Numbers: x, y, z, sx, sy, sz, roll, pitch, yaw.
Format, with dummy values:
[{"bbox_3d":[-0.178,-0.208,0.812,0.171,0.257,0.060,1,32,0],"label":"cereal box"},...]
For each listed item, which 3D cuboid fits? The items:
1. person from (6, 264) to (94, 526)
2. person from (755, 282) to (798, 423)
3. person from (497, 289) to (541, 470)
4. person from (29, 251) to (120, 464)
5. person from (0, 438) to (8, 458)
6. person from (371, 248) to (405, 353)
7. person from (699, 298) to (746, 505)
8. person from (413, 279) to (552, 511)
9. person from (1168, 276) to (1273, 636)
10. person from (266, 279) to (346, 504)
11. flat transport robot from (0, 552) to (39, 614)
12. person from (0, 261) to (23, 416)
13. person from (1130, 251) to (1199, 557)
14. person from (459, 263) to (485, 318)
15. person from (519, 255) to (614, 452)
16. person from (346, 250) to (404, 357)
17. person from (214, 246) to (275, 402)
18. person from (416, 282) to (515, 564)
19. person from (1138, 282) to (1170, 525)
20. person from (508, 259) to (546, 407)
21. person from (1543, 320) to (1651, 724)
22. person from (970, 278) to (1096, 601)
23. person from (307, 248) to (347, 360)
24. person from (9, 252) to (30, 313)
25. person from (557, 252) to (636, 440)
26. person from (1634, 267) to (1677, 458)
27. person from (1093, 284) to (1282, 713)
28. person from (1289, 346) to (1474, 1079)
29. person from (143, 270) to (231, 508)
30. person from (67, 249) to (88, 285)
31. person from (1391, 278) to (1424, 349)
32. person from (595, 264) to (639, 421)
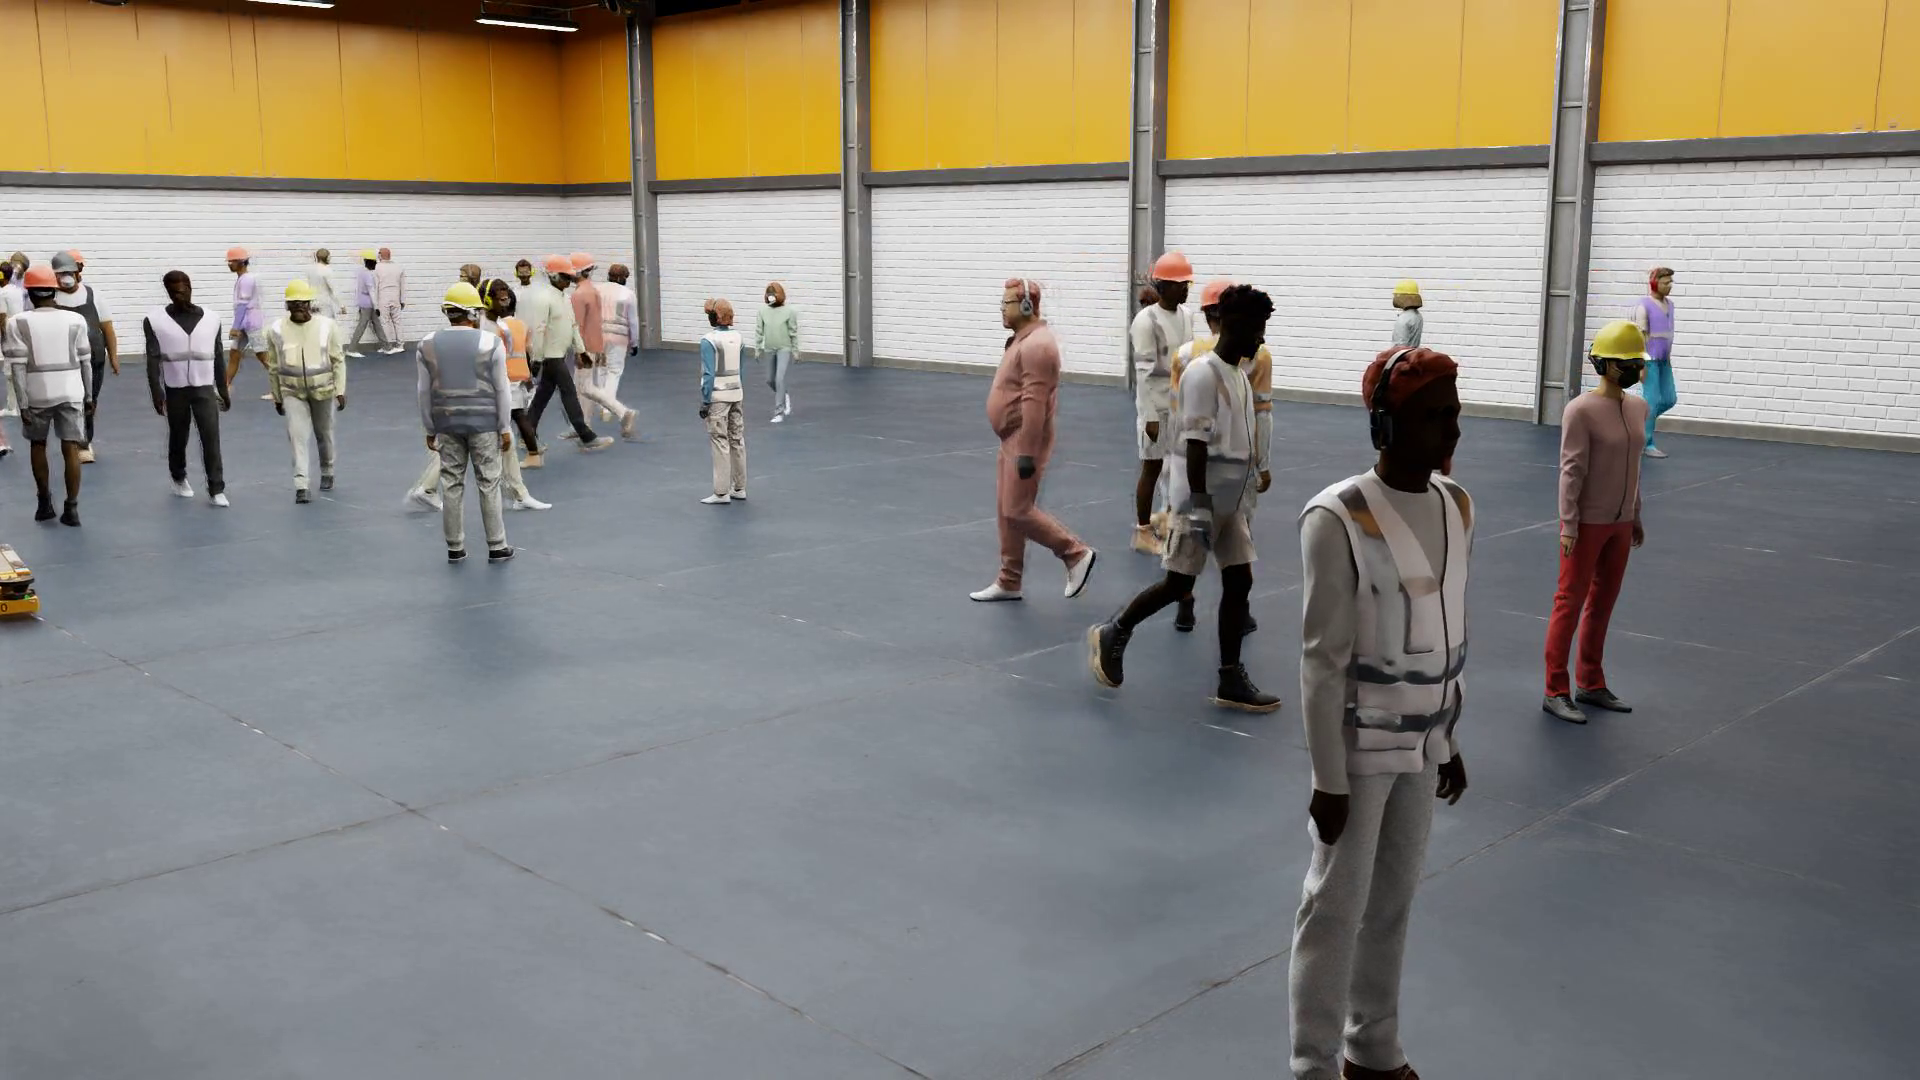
[{"bbox_3d":[-6.721,-1.069,12.320,0.554,1.914,0.672,-7,13,-34],"label":"person"},{"bbox_3d":[-2.084,-2.174,19.182,0.503,1.611,0.655,3,11,17],"label":"person"},{"bbox_3d":[-4.205,-1.470,15.207,0.858,1.654,0.542,2,11,13],"label":"person"},{"bbox_3d":[-8.420,-1.778,15.838,0.691,2.000,1.051,-9,13,-39],"label":"person"},{"bbox_3d":[-9.452,-1.624,15.551,0.978,1.852,0.647,2,11,12],"label":"person"},{"bbox_3d":[-10.435,-4.363,30.307,0.404,1.904,0.651,10,14,43],"label":"person"},{"bbox_3d":[-1.890,-1.101,13.246,0.307,1.639,0.525,5,12,27],"label":"person"},{"bbox_3d":[-3.735,-1.101,12.799,0.998,1.819,0.524,0,10,-3],"label":"person"},{"bbox_3d":[1.400,-0.448,8.933,0.557,1.918,0.411,4,11,23],"label":"person"},{"bbox_3d":[-5.313,-1.231,13.567,0.591,1.793,0.955,-3,11,-17],"label":"person"},{"bbox_3d":[-5.833,0.236,9.687,0.652,0.197,1.431,-7,13,-35],"label":"flat transport robot"},{"bbox_3d":[-11.054,-2.351,19.514,0.741,1.848,0.523,-1,10,-4],"label":"person"},{"bbox_3d":[1.375,-0.872,10.932,0.566,2.022,0.646,10,14,43],"label":"person"},{"bbox_3d":[-5.363,-2.137,18.395,0.494,1.827,0.509,0,10,0],"label":"person"},{"bbox_3d":[-3.964,-1.832,16.425,1.021,1.937,0.599,1,10,4],"label":"person"},{"bbox_3d":[-10.360,-4.143,29.224,1.005,1.872,0.609,-5,12,-26],"label":"person"},{"bbox_3d":[-9.207,-2.754,21.306,1.048,1.985,0.612,-6,12,-31],"label":"person"},{"bbox_3d":[-3.200,-0.751,10.817,0.591,1.829,0.404,0,10,1],"label":"person"},{"bbox_3d":[1.507,-0.953,11.981,0.504,1.810,0.699,1,10,3],"label":"person"},{"bbox_3d":[-5.402,-2.603,20.894,0.546,1.843,0.806,-4,11,-20],"label":"person"},{"bbox_3d":[2.841,-0.079,7.328,0.533,1.767,0.327,-7,12,-32],"label":"person"},{"bbox_3d":[0.407,-0.557,9.581,0.624,1.893,0.659,-1,10,-7],"label":"person"},{"bbox_3d":[-10.555,-3.922,27.869,0.635,1.910,0.743,10,15,44],"label":"person"},{"bbox_3d":[-11.632,-2.618,20.805,0.686,1.920,0.474,6,12,28],"label":"person"},{"bbox_3d":[-3.786,-1.987,17.196,0.841,1.969,0.625,1,10,6],"label":"person"},{"bbox_3d":[6.684,-1.710,16.043,0.598,1.830,0.454,-9,14,-40],"label":"person"},{"bbox_3d":[1.051,-0.199,7.564,0.872,1.920,0.680,7,13,34],"label":"person"},{"bbox_3d":[0.995,0.494,3.881,0.575,1.883,0.362,-9,14,-41],"label":"person"},{"bbox_3d":[-6.171,-1.220,13.283,0.626,1.872,0.974,-9,13,-39],"label":"person"},{"bbox_3d":[-12.246,-3.058,23.102,0.361,1.935,0.553,-6,12,-29],"label":"person"},{"bbox_3d":[4.102,-1.543,15.373,0.318,1.742,0.491,6,12,31],"label":"person"},{"bbox_3d":[-4.029,-2.297,19.364,0.695,1.806,0.762,2,11,13],"label":"person"}]
